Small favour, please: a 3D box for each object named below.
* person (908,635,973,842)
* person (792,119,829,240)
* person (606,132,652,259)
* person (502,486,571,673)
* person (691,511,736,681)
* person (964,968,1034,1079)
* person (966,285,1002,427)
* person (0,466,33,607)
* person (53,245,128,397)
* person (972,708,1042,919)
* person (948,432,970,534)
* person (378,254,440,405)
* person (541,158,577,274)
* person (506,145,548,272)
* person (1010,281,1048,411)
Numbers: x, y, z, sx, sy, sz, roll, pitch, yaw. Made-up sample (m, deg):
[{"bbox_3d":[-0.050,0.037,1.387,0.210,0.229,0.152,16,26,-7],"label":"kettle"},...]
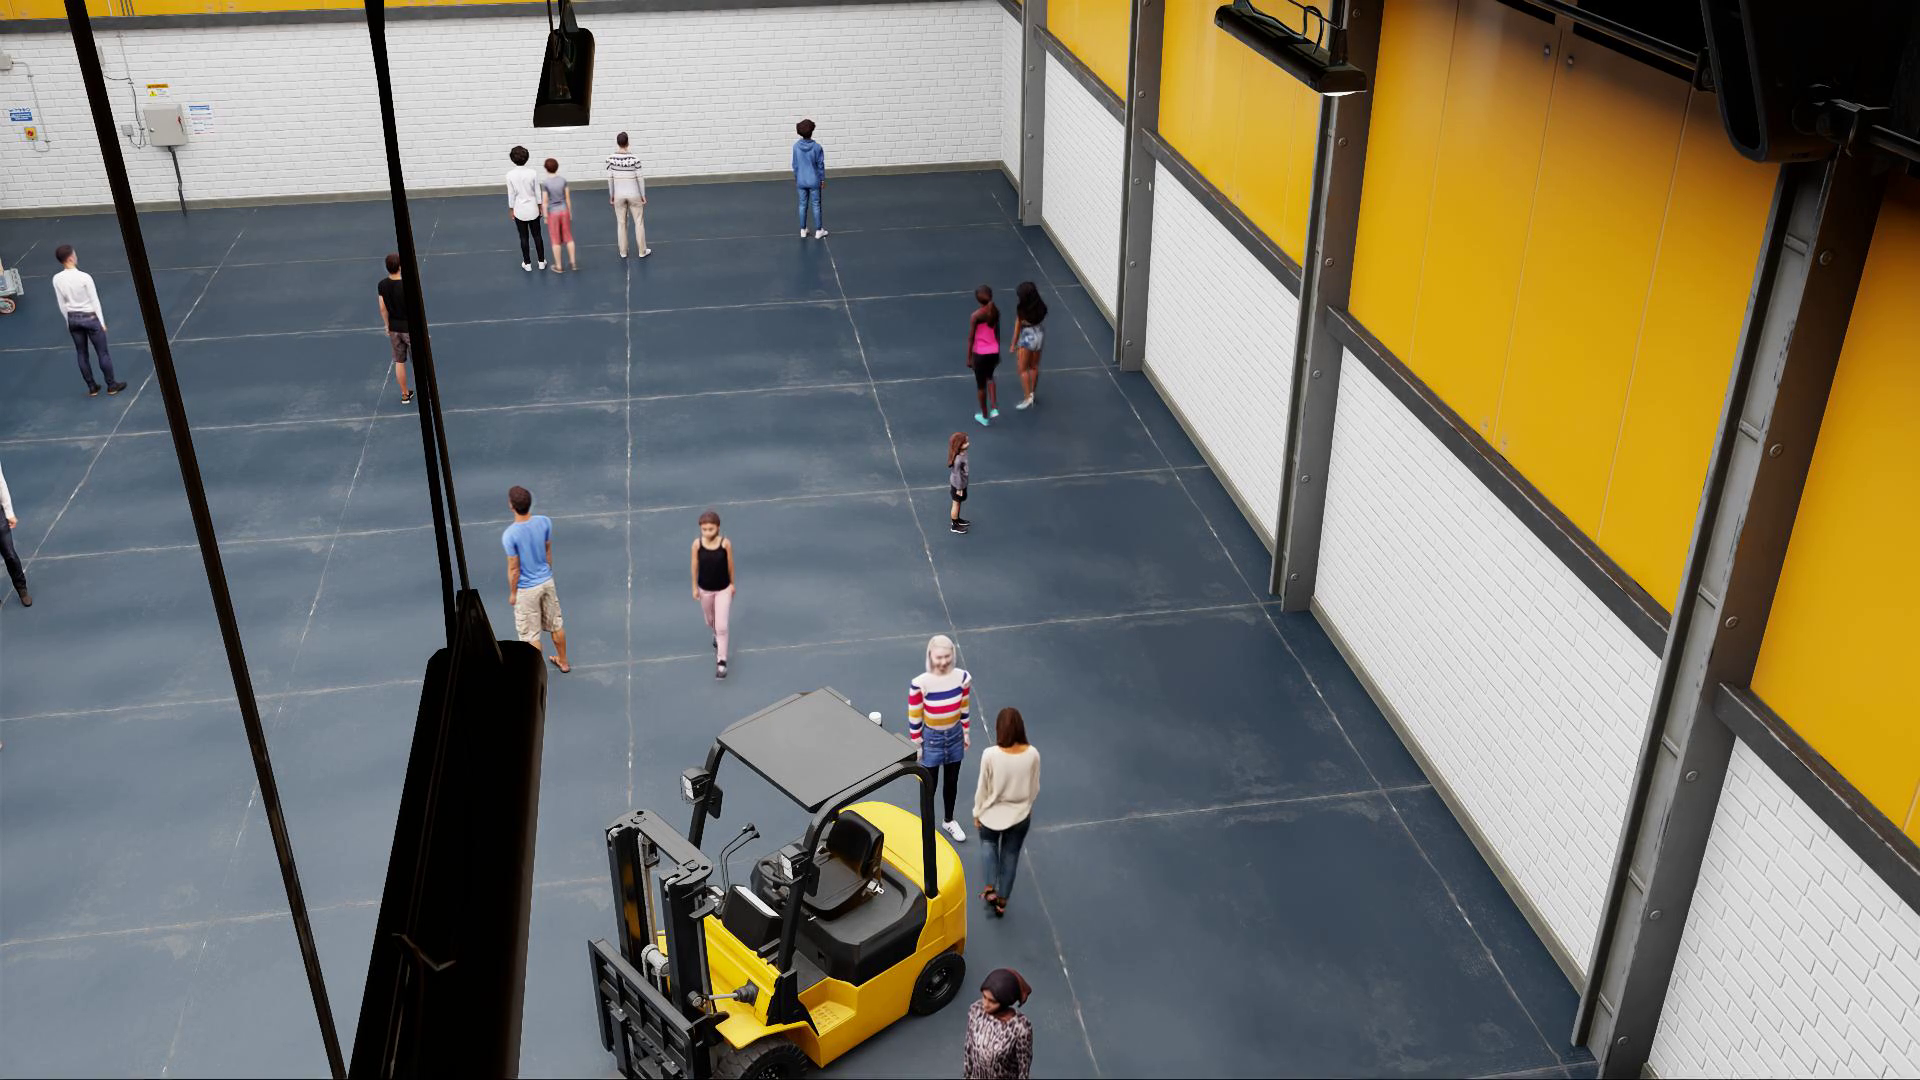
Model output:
[{"bbox_3d":[-0.146,1.503,12.531,0.701,1.809,0.610,-12,31,-21],"label":"person"},{"bbox_3d":[-2.303,-5.519,25.402,0.757,1.811,0.737,8,30,14],"label":"person"},{"bbox_3d":[-4.921,-5.099,24.581,0.726,1.860,0.608,0,29,-1],"label":"person"},{"bbox_3d":[-3.722,0.389,14.518,0.769,1.862,0.730,22,35,34],"label":"person"},{"bbox_3d":[-2.182,0.410,14.819,0.602,1.538,1.032,0,29,-1],"label":"person"},{"bbox_3d":[0.225,3.155,9.603,0.673,1.714,0.735,19,34,31],"label":"person"},{"bbox_3d":[0.341,-2.109,19.252,0.665,1.714,0.707,-15,32,-25],"label":"person"},{"bbox_3d":[-9.161,-0.213,15.612,0.724,1.871,0.667,-16,32,-26],"label":"person"},{"bbox_3d":[-10.578,-2.644,20.073,0.645,1.867,0.623,-1,29,-2],"label":"person"},{"bbox_3d":[0.339,2.002,11.778,0.662,1.655,0.606,-5,29,-9],"label":"person"},{"bbox_3d":[-0.007,-0.621,17.160,0.582,1.105,0.455,4,29,7],"label":"person"},{"bbox_3d":[-6.646,-2.526,19.864,0.756,1.861,0.691,4,29,7],"label":"person"},{"bbox_3d":[-5.815,-4.693,24.060,0.639,1.646,0.638,-17,33,-28],"label":"person"},{"bbox_3d":[-6.292,-4.812,24.108,0.667,1.809,0.597,-10,30,-17],"label":"person"},{"bbox_3d":[0.835,-2.343,19.804,0.712,1.596,0.742,-16,33,-27],"label":"person"}]
